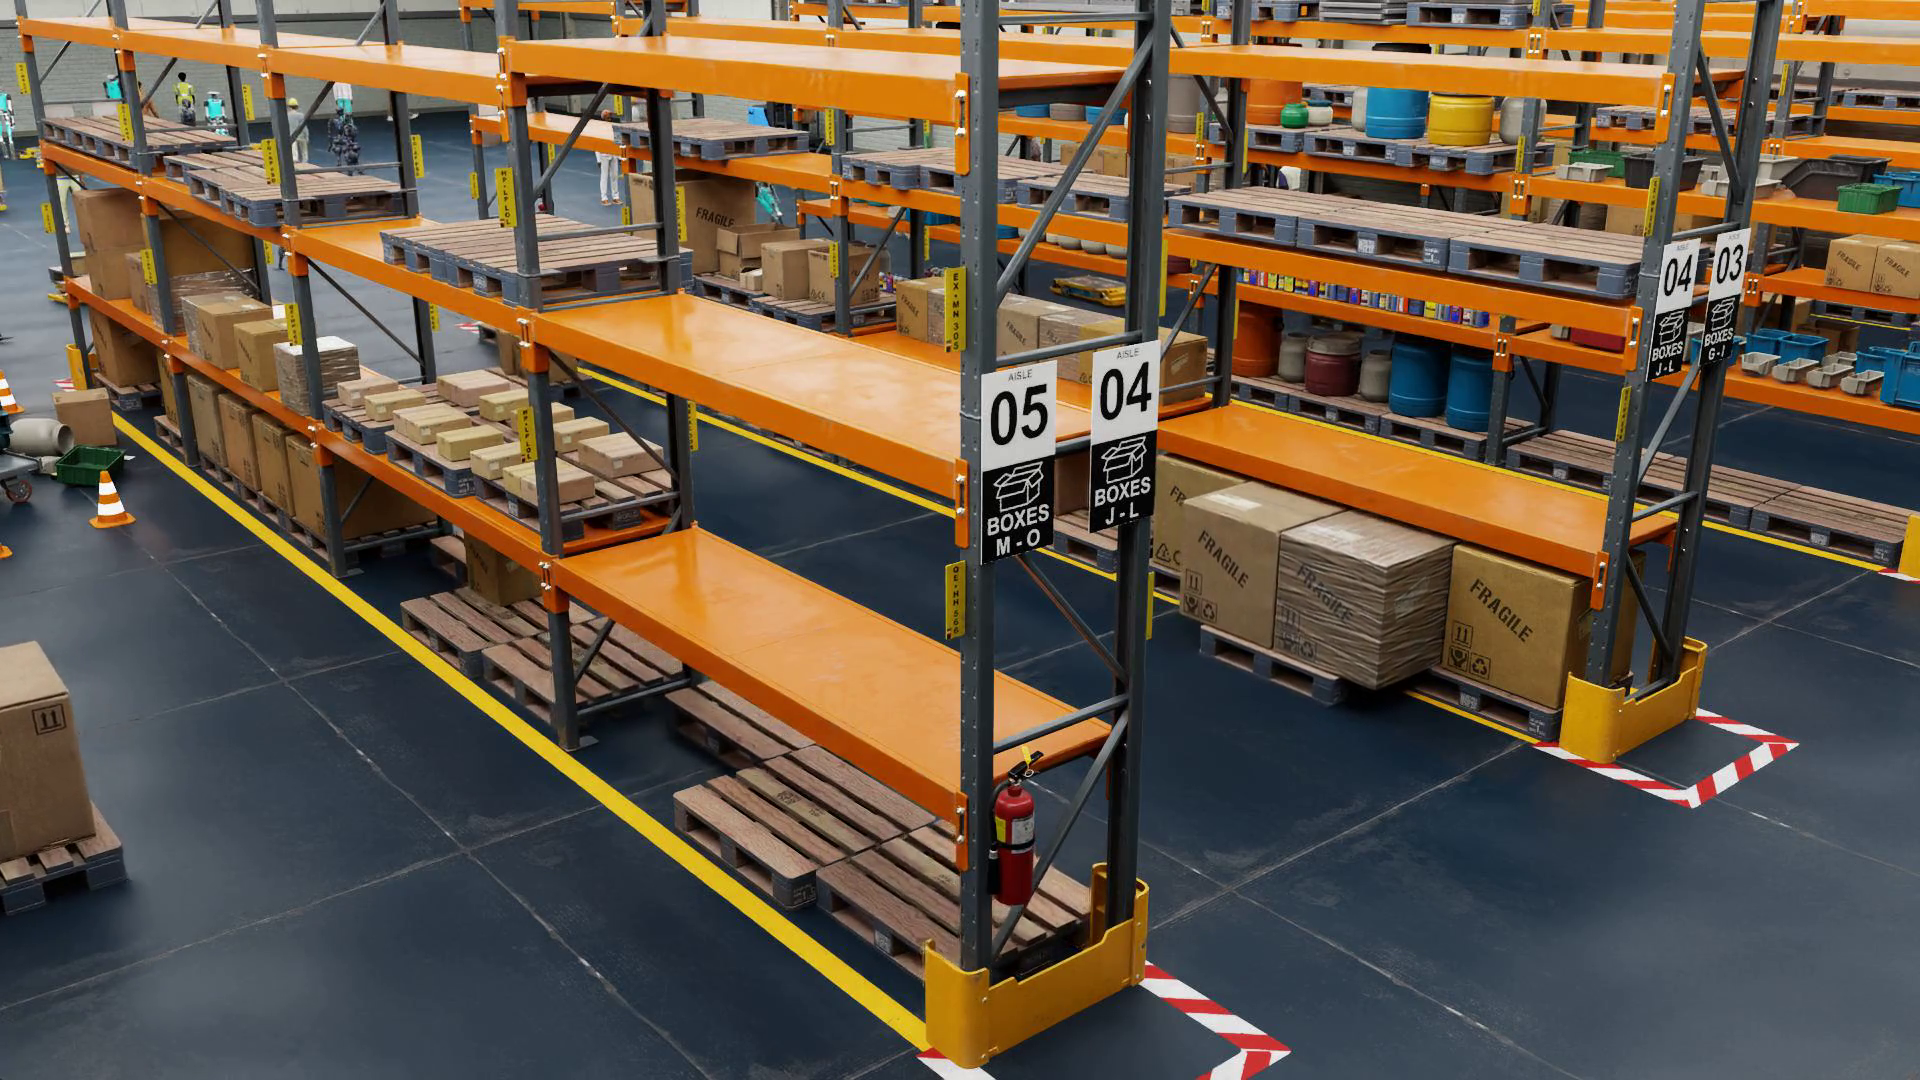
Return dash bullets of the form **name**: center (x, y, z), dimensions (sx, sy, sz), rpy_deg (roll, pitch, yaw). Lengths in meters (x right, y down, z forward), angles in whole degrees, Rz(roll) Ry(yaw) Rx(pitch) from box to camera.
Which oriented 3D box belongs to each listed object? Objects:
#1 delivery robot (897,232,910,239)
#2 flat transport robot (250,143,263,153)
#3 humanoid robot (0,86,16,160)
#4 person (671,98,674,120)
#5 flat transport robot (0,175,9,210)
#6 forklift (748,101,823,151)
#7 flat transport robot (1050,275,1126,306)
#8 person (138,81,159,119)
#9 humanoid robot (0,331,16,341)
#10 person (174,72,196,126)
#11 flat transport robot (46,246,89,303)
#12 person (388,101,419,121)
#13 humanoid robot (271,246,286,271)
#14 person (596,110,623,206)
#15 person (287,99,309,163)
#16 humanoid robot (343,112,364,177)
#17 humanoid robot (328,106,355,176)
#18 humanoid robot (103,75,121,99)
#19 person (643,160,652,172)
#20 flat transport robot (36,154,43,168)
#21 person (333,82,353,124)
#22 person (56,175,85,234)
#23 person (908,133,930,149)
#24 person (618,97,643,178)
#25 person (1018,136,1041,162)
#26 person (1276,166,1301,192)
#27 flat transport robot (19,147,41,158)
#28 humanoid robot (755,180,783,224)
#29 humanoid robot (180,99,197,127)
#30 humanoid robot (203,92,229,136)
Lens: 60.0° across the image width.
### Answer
- **delivery robot**: center (-0.749, -5.662, 29.645), dimensions (0.810, 0.612, 0.499), rpy_deg (-16, 25, -38)
- **flat transport robot**: center (-18.275, -9.931, 42.200), dimensions (1.431, 0.231, 0.659), rpy_deg (2, 19, 6)
- **humanoid robot**: center (-23.399, -10.152, 40.661), dimensions (0.532, 1.789, 0.802), rpy_deg (-10, 22, -26)
- **person**: center (-7.065, -9.935, 39.650), dimensions (0.517, 1.967, 0.461), rpy_deg (-4, 20, -12)
- **flat transport robot**: center (-19.171, -6.369, 32.063), dimensions (0.659, 0.231, 1.431), rpy_deg (2, 20, 7)
- **forklift**: center (-4.526, -11.368, 42.374), dimensions (1.129, 2.768, 1.873), rpy_deg (-15, 24, -37)
- **flat transport robot**: center (2.006, -3.654, 24.336), dimensions (0.659, 0.231, 1.431), rpy_deg (-13, 23, -33)
- **person**: center (-20.585, -10.639, 41.868), dimensions (0.771, 1.827, 0.781), rpy_deg (-7, 21, -20)
- **humanoid robot**: center (-12.578, -3.293, 21.210), dimensions (0.681, 1.631, 0.608), rpy_deg (-2, 19, -6)
- **person**: center (-21.731, -12.260, 46.685), dimensions (0.529, 1.689, 0.322), rpy_deg (-9, 21, -23)
- **flat transport robot**: center (-12.562, -3.695, 24.453), dimensions (0.659, 0.231, 1.431), rpy_deg (16, 25, 38)
- **person**: center (-17.063, -13.696, 50.565), dimensions (0.522, 1.817, 1.038), rpy_deg (17, 25, 39)
- **humanoid robot**: center (-10.820, -5.126, 26.468), dimensions (0.616, 1.627, 0.768), rpy_deg (9, 21, 23)
- **person**: center (-7.033, -7.649, 33.291), dimensions (0.351, 1.878, 0.564), rpy_deg (18, 26, 41)
- **person**: center (-15.015, -9.109, 37.677), dimensions (0.538, 1.713, 0.916), rpy_deg (-5, 20, -13)
- **humanoid robot**: center (-13.012, -8.307, 35.529), dimensions (0.787, 1.629, 0.595), rpy_deg (-3, 20, -7)
- **humanoid robot**: center (-13.710, -8.770, 36.849), dimensions (0.600, 1.629, 0.788), rpy_deg (-3, 20, -9)
- **humanoid robot**: center (-22.657, -11.658, 44.948), dimensions (0.535, 1.801, 0.792), rpy_deg (2, 19, 5)
- **person**: center (-5.196, -5.940, 28.300), dimensions (0.372, 1.959, 0.605), rpy_deg (0, 19, -1)
- **flat transport robot**: center (-21.623, -9.027, 39.628), dimensions (0.659, 0.231, 1.431), rpy_deg (-10, 21, -25)
- **person**: center (-17.298, -12.368, 46.661), dimensions (0.489, 1.913, 0.372), rpy_deg (-1, 19, -1)
- **person**: center (-16.060, -6.480, 29.937), dimensions (0.523, 1.890, 0.403), rpy_deg (-12, 23, -31)
- **person**: center (-0.815, -7.502, 33.064), dimensions (0.472, 1.743, 0.342), rpy_deg (-4, 20, -11)
- **person**: center (-7.326, -9.066, 37.323), dimensions (0.814, 1.870, 0.591), rpy_deg (5, 20, 15)
- **person**: center (1.278, -6.673, 30.684), dimensions (0.541, 1.756, 0.415), rpy_deg (-12, 23, -31)
- **person**: center (5.337, -5.480, 27.155), dimensions (0.391, 1.846, 0.564), rpy_deg (14, 24, 35)
- **flat transport robot**: center (-22.642, -9.673, 41.465), dimensions (1.431, 0.231, 0.659), rpy_deg (-11, 22, -28)
- **humanoid robot**: center (-3.329, -6.038, 28.919), dimensions (0.624, 1.780, 0.850), rpy_deg (-16, 25, -38)
- **humanoid robot**: center (-17.819, -9.410, 38.617), dimensions (0.603, 1.641, 0.607), rpy_deg (2, 20, 7)
- **humanoid robot**: center (-17.437, -9.675, 39.298), dimensions (1.022, 1.758, 0.569), rpy_deg (13, 23, 32)
